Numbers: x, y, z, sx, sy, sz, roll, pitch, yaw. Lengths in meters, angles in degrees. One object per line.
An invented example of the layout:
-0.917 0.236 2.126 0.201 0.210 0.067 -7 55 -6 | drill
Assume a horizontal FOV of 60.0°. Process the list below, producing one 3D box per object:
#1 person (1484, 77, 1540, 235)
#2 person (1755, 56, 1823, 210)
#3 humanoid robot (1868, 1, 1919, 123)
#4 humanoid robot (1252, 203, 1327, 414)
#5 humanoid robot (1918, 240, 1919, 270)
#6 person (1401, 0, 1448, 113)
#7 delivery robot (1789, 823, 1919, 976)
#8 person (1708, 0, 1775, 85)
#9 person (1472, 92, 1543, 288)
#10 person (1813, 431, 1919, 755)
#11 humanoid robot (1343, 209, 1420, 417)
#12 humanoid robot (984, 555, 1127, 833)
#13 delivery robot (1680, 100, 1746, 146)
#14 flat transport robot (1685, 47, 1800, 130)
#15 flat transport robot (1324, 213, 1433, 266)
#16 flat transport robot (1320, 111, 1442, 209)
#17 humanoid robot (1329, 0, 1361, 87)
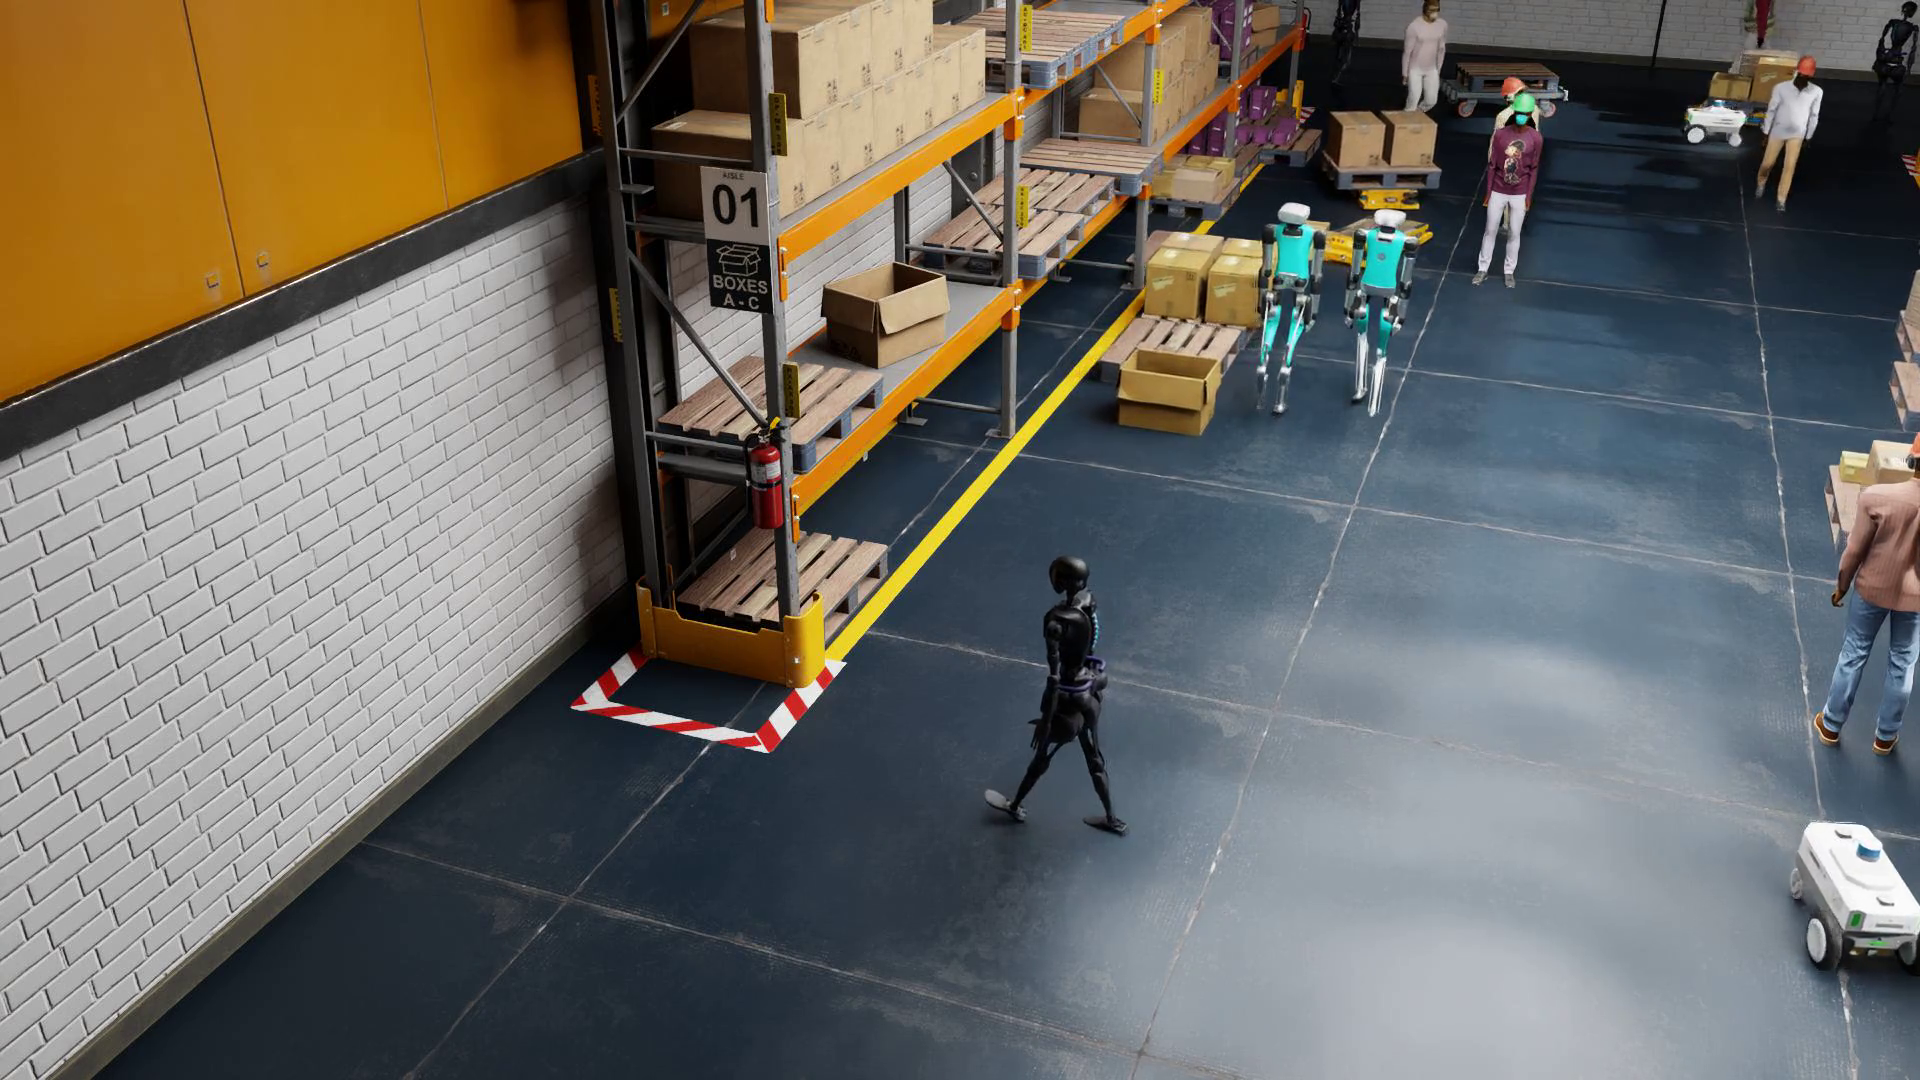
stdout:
6.083 -4.242 18.386 0.592 1.723 0.456 -14 31 -26 | person
9.661 -4.770 19.401 0.576 1.737 0.594 8 28 15 | person
12.923 -6.614 23.054 0.313 1.651 0.613 -13 30 -24 | humanoid robot
2.647 -1.814 13.687 0.541 1.819 0.677 11 29 20 | humanoid robot
9.238 -2.836 15.511 0.533 1.671 0.735 12 30 23 | humanoid robot
6.093 -6.194 21.969 0.633 1.924 0.491 -6 28 -12 | person
4.366 1.717 8.092 0.499 0.579 0.767 2 27 4 | delivery robot
11.826 -7.581 24.812 0.986 1.778 0.701 11 29 20 | person
5.543 -3.532 16.765 0.491 1.954 0.422 9 29 18 | person
5.242 0.284 9.322 0.621 1.990 0.395 11 29 21 | person
3.513 -1.937 13.918 0.559 1.796 0.753 11 29 20 | humanoid robot
0.539 0.798 8.706 0.766 1.622 0.610 13 30 24 | humanoid robot
10.067 -5.574 22.272 0.808 0.614 0.499 7 28 12 | delivery robot
10.967 -5.954 23.300 1.431 0.231 0.659 13 30 24 | flat transport robot
4.523 -3.266 18.085 0.659 0.231 1.431 21 34 35 | flat transport robot
5.011 -4.242 19.979 0.659 0.231 1.431 -1 27 -1 | flat transport robot
5.807 -7.725 25.206 0.454 1.646 0.585 -11 29 -20 | humanoid robot
